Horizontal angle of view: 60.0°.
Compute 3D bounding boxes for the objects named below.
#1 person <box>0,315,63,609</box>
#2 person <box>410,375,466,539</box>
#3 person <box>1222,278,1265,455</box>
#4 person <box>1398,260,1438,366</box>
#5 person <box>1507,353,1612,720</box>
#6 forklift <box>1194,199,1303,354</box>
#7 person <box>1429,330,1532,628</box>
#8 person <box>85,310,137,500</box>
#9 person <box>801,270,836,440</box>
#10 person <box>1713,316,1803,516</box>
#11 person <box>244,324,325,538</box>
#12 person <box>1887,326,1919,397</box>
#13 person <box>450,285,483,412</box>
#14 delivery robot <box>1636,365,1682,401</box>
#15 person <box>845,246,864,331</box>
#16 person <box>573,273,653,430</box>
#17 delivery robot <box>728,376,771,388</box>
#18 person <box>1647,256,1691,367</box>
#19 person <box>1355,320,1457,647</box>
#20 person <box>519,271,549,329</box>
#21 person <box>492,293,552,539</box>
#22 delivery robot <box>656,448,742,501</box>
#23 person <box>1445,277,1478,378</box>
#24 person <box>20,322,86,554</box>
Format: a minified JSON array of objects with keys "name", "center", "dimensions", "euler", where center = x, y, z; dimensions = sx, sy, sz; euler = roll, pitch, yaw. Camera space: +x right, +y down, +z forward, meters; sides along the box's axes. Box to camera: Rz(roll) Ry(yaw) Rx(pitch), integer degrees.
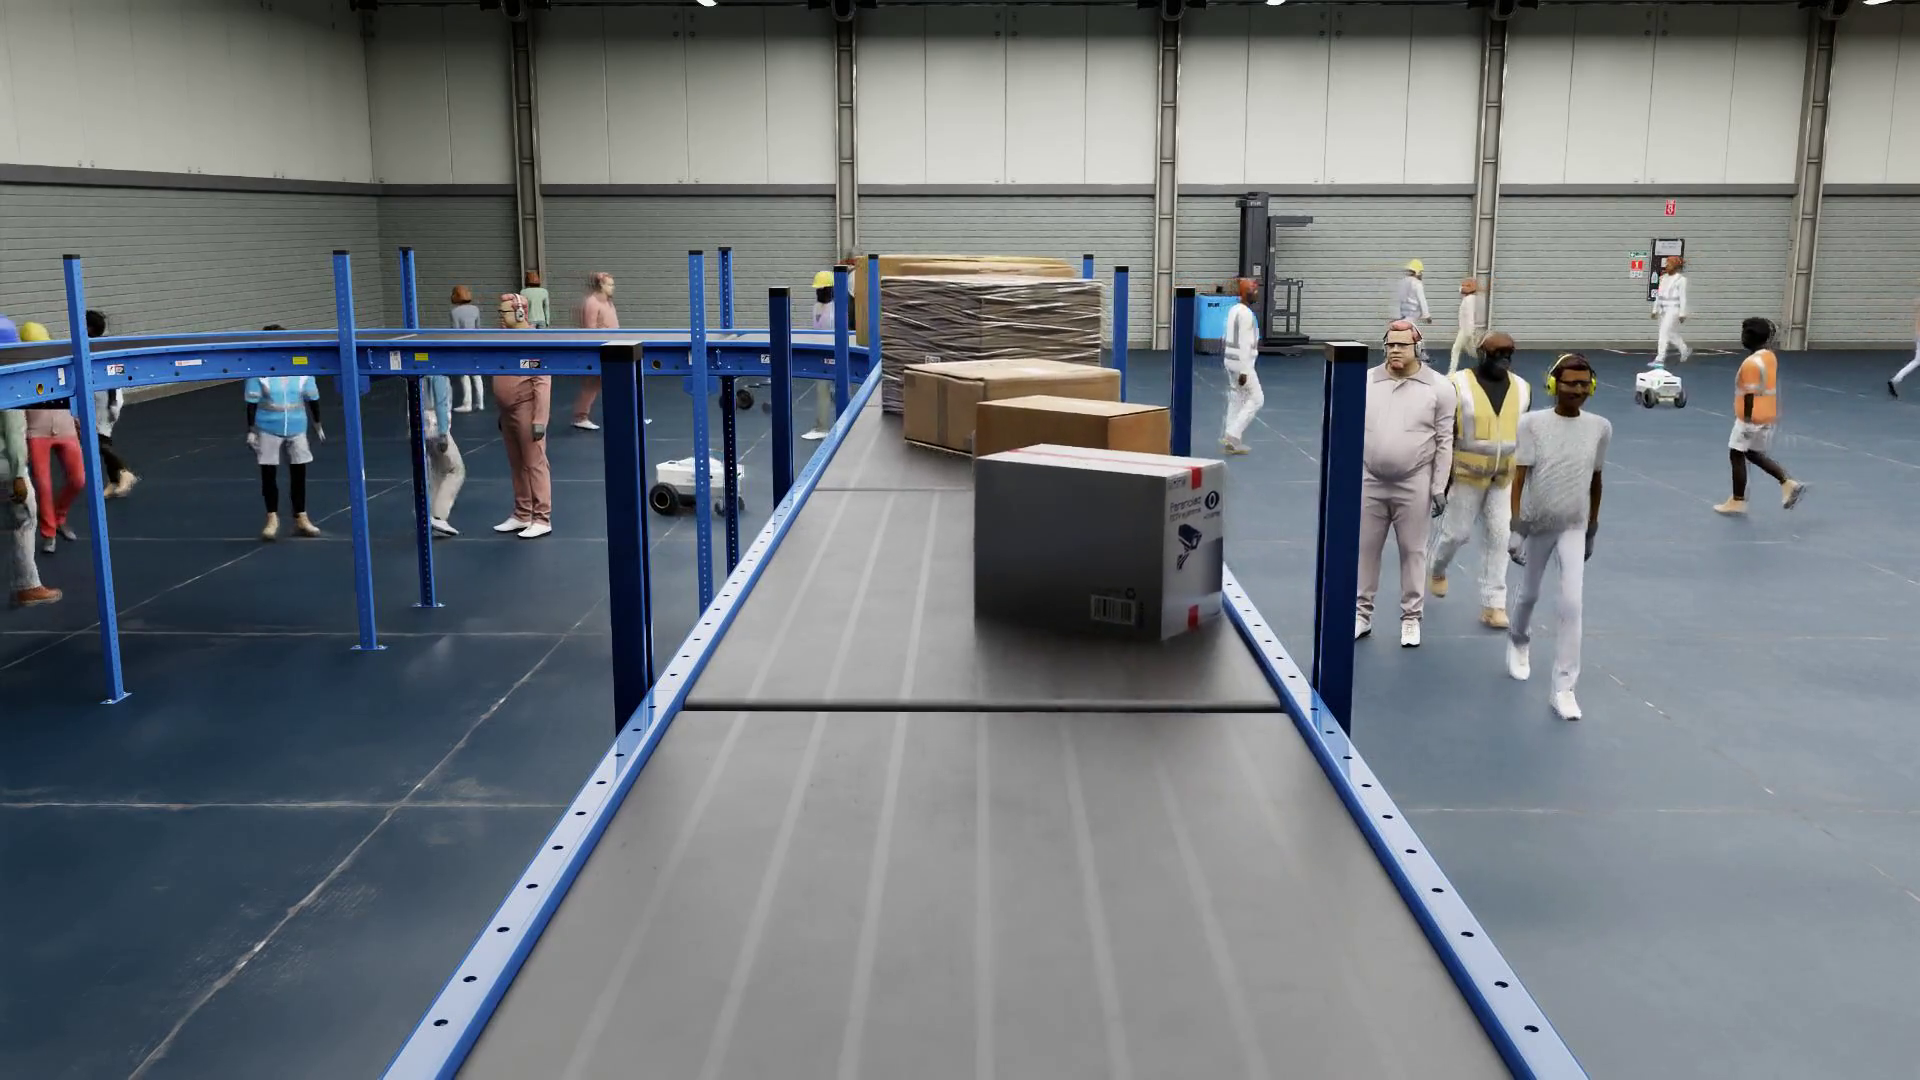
[{"name":"person","center":[-6.132,-0.451,10.414],"dimensions":[0.637,1.904,0.915],"euler":[4,12,18]},{"name":"person","center":[-4.090,-0.812,12.974],"dimensions":[0.371,1.615,0.554],"euler":[-10,15,-43]},{"name":"person","center":[3.002,-1.829,17.579],"dimensions":[0.418,1.869,0.587],"euler":[-2,11,-9]},{"name":"person","center":[7.579,-3.779,27.841],"dimensions":[0.956,1.782,0.594],"euler":[-1,11,-8]},{"name":"person","center":[3.107,-0.076,8.712],"dimensions":[0.506,1.838,0.967],"euler":[2,11,10]},{"name":"forklift","center":[5.313,-4.851,30.603],"dimensions":[1.873,2.768,1.129],"euler":[0,11,1]},{"name":"person","center":[3.249,-0.412,10.420],"dimensions":[0.631,1.821,0.783],"euler":[-1,11,-5]},{"name":"person","center":[-7.631,-1.191,14.752],"dimensions":[0.365,1.682,0.562],"euler":[-10,15,-42]},{"name":"person","center":[-1.459,-2.107,18.893],"dimensions":[0.800,1.905,0.596],"euler":[-8,14,-36]},{"name":"person","center":[6.704,-1.024,13.896],"dimensions":[0.535,1.679,0.569],"euler":[-10,15,-43]},{"name":"person","center":[-5.295,-0.849,13.010],"dimensions":[0.593,1.680,0.382],"euler":[-8,13,-35]},{"name":"person","center":[13.267,-2.795,22.838],"dimensions":[0.753,1.742,0.522],"euler":[0,11,-2]},{"name":"person","center":[-6.391,-2.478,21.511],"dimensions":[0.266,1.632,0.506],"euler":[6,12,26]},{"name":"delivery robot","center":[9.329,-2.099,22.208],"dimensions":[0.477,0.478,0.707],"euler":[0,11,-1]},{"name":"person","center":[-1.765,-3.803,27.380],"dimensions":[0.679,2.000,0.688],"euler":[-10,15,-43]},{"name":"person","center":[-4.124,-2.198,19.505],"dimensions":[1.013,1.848,0.672],"euler":[1,11,5]},{"name":"delivery robot","center":[-2.701,-2.104,21.556],"dimensions":[0.698,0.223,0.335],"euler":[4,12,22]},{"name":"person","center":[12.019,-3.856,28.024],"dimensions":[0.813,1.862,0.569],"euler":[-2,11,-12]},{"name":"person","center":[2.549,-0.331,9.772],"dimensions":[0.636,1.911,0.406],"euler":[6,12,27]},{"name":"person","center":[-6.821,-3.485,26.681],"dimensions":[0.508,1.632,0.265],"euler":[-10,15,-40]},{"name":"person","center":[-3.467,-0.978,13.095],"dimensions":[0.402,1.911,0.639],"euler":[-9,15,-40]},{"name":"delivery robot","center":[-2.225,-0.543,14.216],"dimensions":[0.707,0.478,0.477],"euler":[4,12,19]},{"name":"person","center":[7.702,-3.164,25.122],"dimensions":[0.817,1.601,0.509],"euler":[3,11,16]},{"name":"person","center":[-6.868,-0.782,12.537],"dimensions":[0.556,1.736,0.525],"euler":[-10,15,-43]}]
